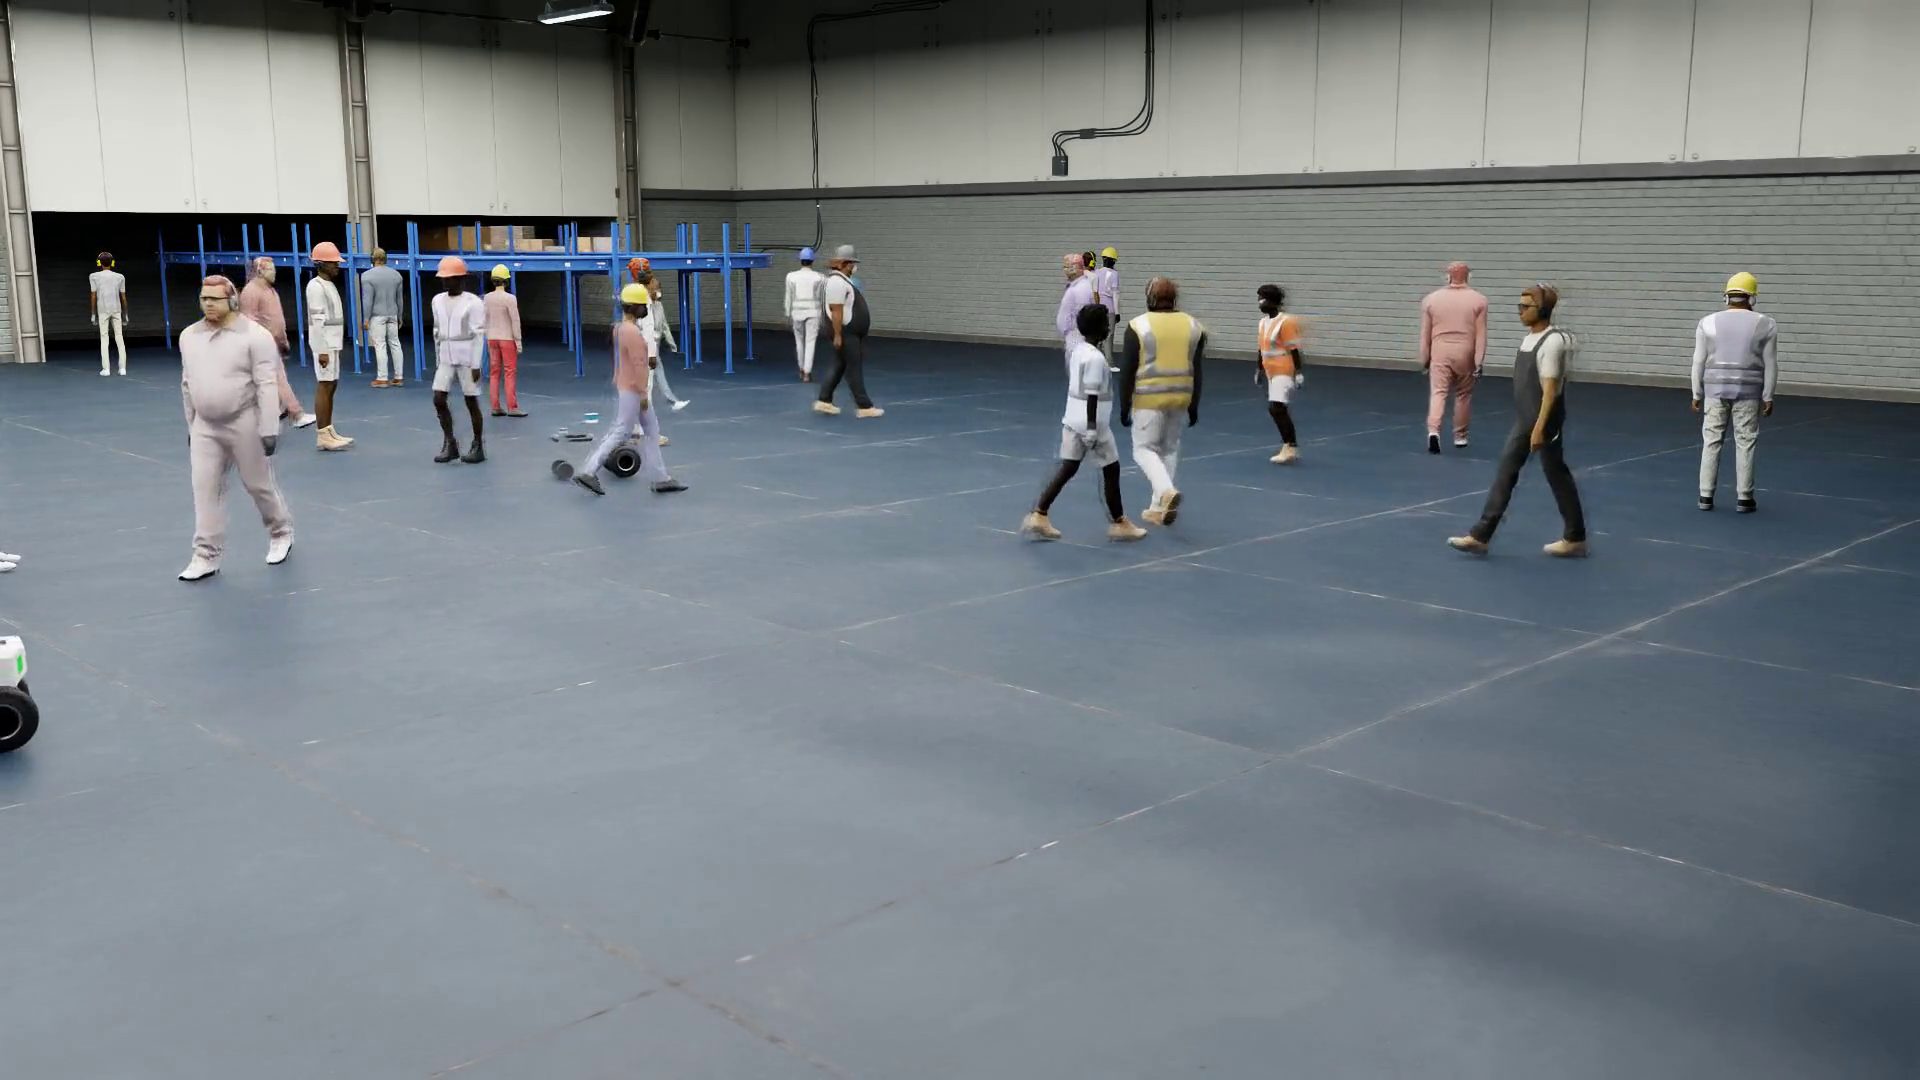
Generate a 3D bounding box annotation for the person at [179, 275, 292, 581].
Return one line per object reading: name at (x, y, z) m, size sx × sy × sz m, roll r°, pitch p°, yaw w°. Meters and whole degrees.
person at (-4.612, -0.733, 10.507) m, size 0.662 × 1.872 × 0.897 m, roll 1°, pitch 10°, yaw 6°

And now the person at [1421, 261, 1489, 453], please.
person at (4.859, -1.814, 16.399) m, size 0.640 × 1.869 × 0.959 m, roll 5°, pitch 11°, yaw 24°

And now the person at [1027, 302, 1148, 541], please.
person at (0.866, -0.816, 11.528) m, size 0.850 × 1.656 × 0.536 m, roll -2°, pitch 11°, yaw -13°

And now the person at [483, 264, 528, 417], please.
person at (-5.338, -2.329, 19.467) m, size 0.533 × 1.772 × 0.296 m, roll 6°, pitch 12°, yaw 28°

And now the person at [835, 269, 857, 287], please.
person at (-1.982, -3.897, 28.244) m, size 0.551 × 1.674 × 0.403 m, roll -6°, pitch 12°, yaw -29°

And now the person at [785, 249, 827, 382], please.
person at (-2.213, -3.299, 24.386) m, size 0.653 × 1.898 × 0.965 m, roll 1°, pitch 10°, yaw 4°

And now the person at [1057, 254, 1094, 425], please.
person at (1.288, -2.235, 18.651) m, size 0.414 × 1.907 × 0.710 m, roll -1°, pitch 10°, yaw -3°

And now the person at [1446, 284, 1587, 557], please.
person at (3.745, -0.771, 10.916) m, size 0.955 × 1.794 × 0.527 m, roll -1°, pitch 10°, yaw -6°

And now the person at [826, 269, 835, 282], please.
person at (-2.326, -4.540, 31.891) m, size 0.539 × 1.624 × 0.386 m, roll -1°, pitch 10°, yaw -6°

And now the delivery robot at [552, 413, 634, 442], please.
delivery robot at (-3.253, -1.007, 14.726) m, size 0.698 × 0.223 × 0.335 m, roll -5°, pitch 11°, yaw -23°

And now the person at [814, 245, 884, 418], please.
person at (-1.342, -2.455, 19.529) m, size 0.840 × 2.000 × 0.695 m, roll 0°, pitch 10°, yaw -1°

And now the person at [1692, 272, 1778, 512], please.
person at (5.963, -1.141, 12.823) m, size 0.599 × 1.827 × 0.403 m, roll 6°, pitch 12°, yaw 30°

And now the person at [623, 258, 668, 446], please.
person at (-3.224, -1.911, 16.882) m, size 0.355 × 1.882 × 0.576 m, roll -7°, pitch 12°, yaw -32°

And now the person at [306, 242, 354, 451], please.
person at (-6.257, -1.929, 16.539) m, size 0.395 × 2.042 × 0.611 m, roll -1°, pitch 10°, yaw -8°

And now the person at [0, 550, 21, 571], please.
person at (-6.211, -0.628, 10.561) m, size 0.276 × 1.633 × 0.507 m, roll -5°, pitch 11°, yaw -23°

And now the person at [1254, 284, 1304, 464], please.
person at (2.964, -1.528, 15.365) m, size 0.488 × 1.659 × 0.548 m, roll -3°, pitch 11°, yaw -14°

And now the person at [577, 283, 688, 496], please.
person at (-2.720, -1.233, 13.601) m, size 0.874 × 1.730 × 0.536 m, roll -3°, pitch 11°, yaw -15°

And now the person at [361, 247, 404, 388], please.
person at (-8.069, -3.111, 23.269) m, size 0.355 × 1.938 × 0.634 m, roll 8°, pitch 13°, yaw 36°

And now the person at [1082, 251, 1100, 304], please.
person at (1.909, -3.398, 25.027) m, size 0.530 × 1.869 × 0.311 m, roll 10°, pitch 14°, yaw 43°

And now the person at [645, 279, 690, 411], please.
person at (-3.597, -2.309, 19.842) m, size 0.874 × 1.586 × 0.514 m, roll 3°, pitch 11°, yaw 15°

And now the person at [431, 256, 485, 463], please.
person at (-4.685, -1.654, 15.388) m, size 0.591 × 1.912 × 0.678 m, roll 3°, pitch 11°, yaw 18°

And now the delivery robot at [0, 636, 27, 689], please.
delivery robot at (-4.273, 0.562, 6.877) m, size 0.707 × 0.478 × 0.477 m, roll -7°, pitch 13°, yaw -33°

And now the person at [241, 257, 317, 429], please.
person at (-7.405, -2.126, 18.077) m, size 0.932 × 1.863 × 0.674 m, roll -1°, pitch 10°, yaw -6°

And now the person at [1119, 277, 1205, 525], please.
person at (1.477, -0.984, 12.012) m, size 0.633 × 1.821 × 0.712 m, roll -4°, pitch 11°, yaw -18°

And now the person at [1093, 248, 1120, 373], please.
person at (2.280, -3.565, 25.809) m, size 0.382 × 1.917 × 0.585 m, roll -8°, pitch 13°, yaw -37°

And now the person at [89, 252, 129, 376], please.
person at (-12.932, -3.438, 25.278) m, size 0.517 × 1.865 × 0.322 m, roll -8°, pitch 13°, yaw -37°
